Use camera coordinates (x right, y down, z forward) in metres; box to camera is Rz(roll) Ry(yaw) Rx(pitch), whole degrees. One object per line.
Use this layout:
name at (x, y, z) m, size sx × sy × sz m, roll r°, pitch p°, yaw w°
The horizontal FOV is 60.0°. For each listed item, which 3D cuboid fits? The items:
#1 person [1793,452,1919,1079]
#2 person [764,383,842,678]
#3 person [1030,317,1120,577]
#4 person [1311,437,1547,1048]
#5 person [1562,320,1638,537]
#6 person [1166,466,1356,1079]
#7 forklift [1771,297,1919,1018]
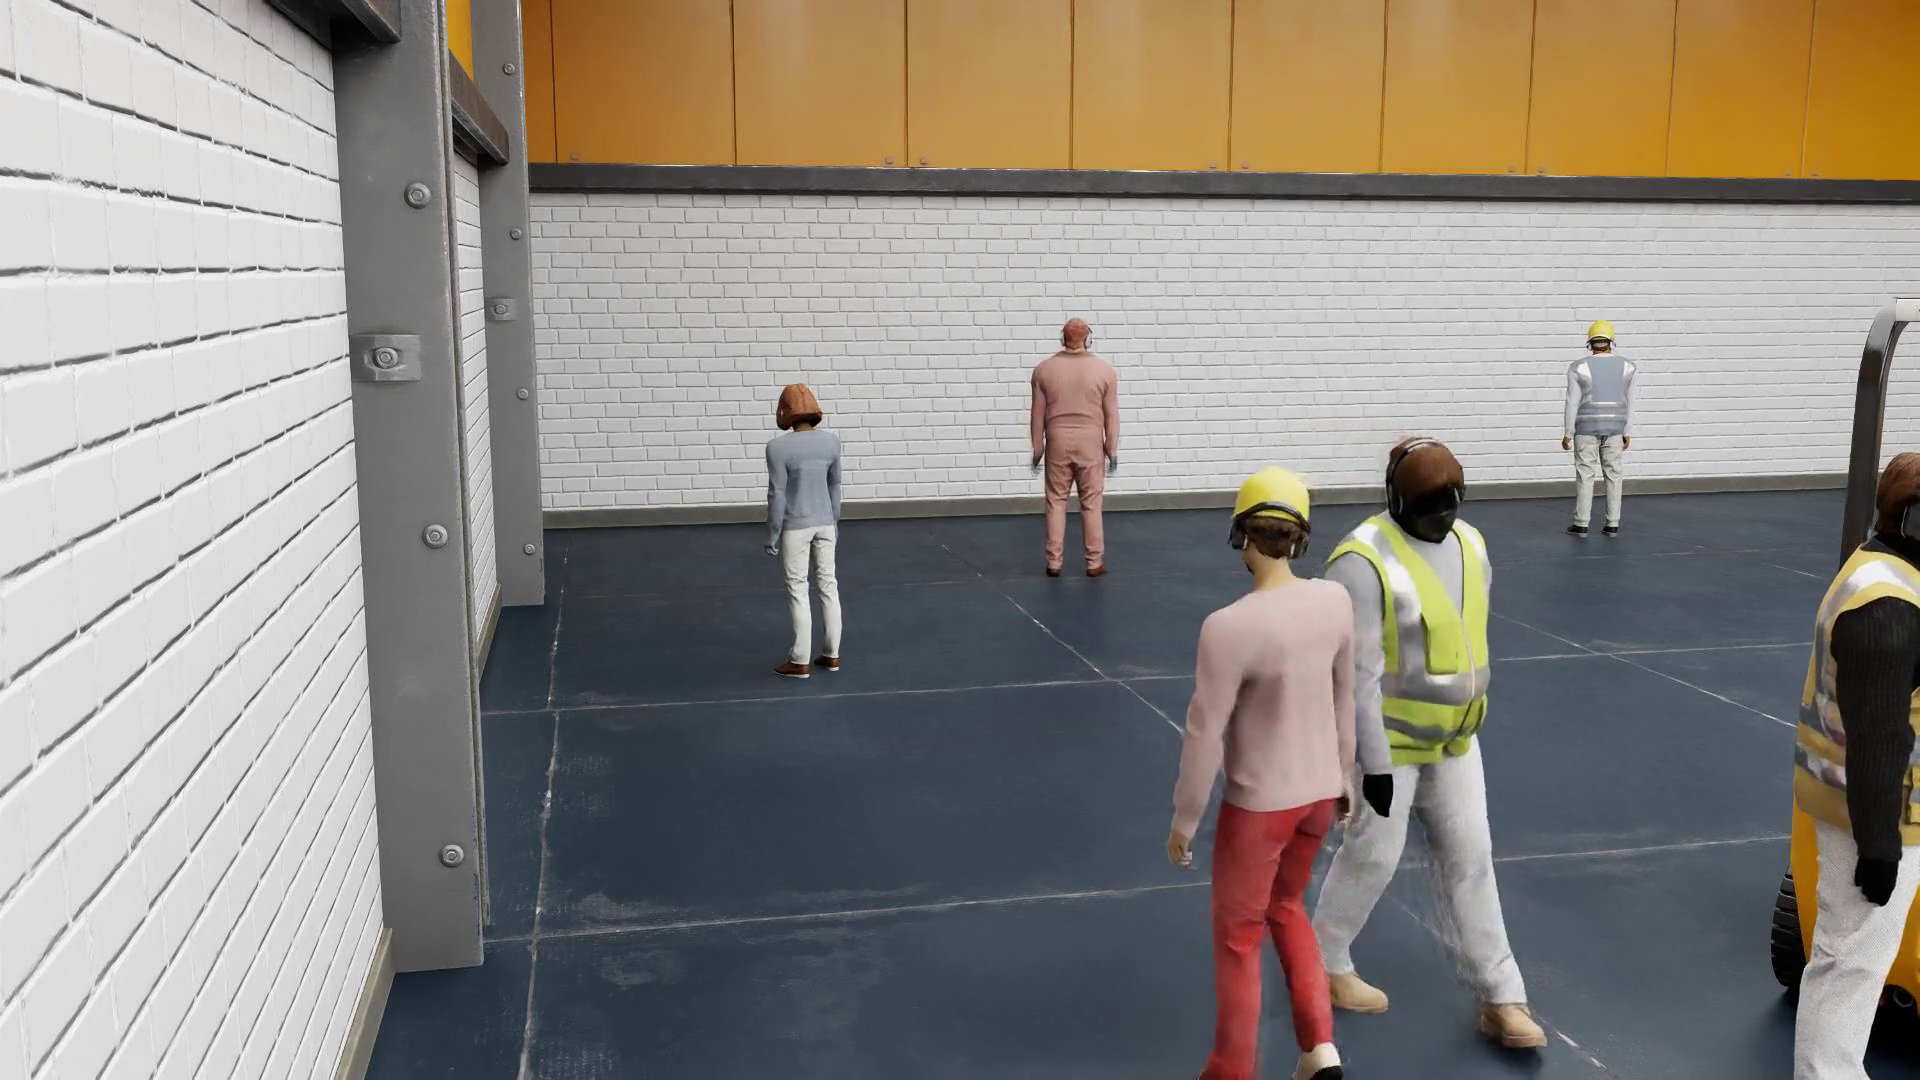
person at (2.324, 0.682, 4.168) m, size 0.430 × 1.835 × 0.621 m, roll 6°, pitch 11°, yaw 32°
person at (-0.868, -0.052, 9.233) m, size 0.500 × 1.633 × 0.286 m, roll -8°, pitch 12°, yaw -41°
person at (0.848, -0.675, 12.203) m, size 0.651 × 1.906 × 0.403 m, roll 2°, pitch 9°, yaw 10°
person at (1.348, 0.586, 4.876) m, size 0.693 × 1.788 × 0.787 m, roll -7°, pitch 11°, yaw -35°
person at (5.361, -0.929, 13.992) m, size 0.590 × 1.827 × 0.404 m, roll 0°, pitch 9°, yaw 1°
person at (0.819, 0.685, 4.378) m, size 0.588 × 1.749 × 0.394 m, roll -7°, pitch 12°, yaw -37°
forklift at (3.542, 0.334, 5.177) m, size 2.313 × 2.155 × 1.214 m, roll -9°, pitch 13°, yaw -43°
